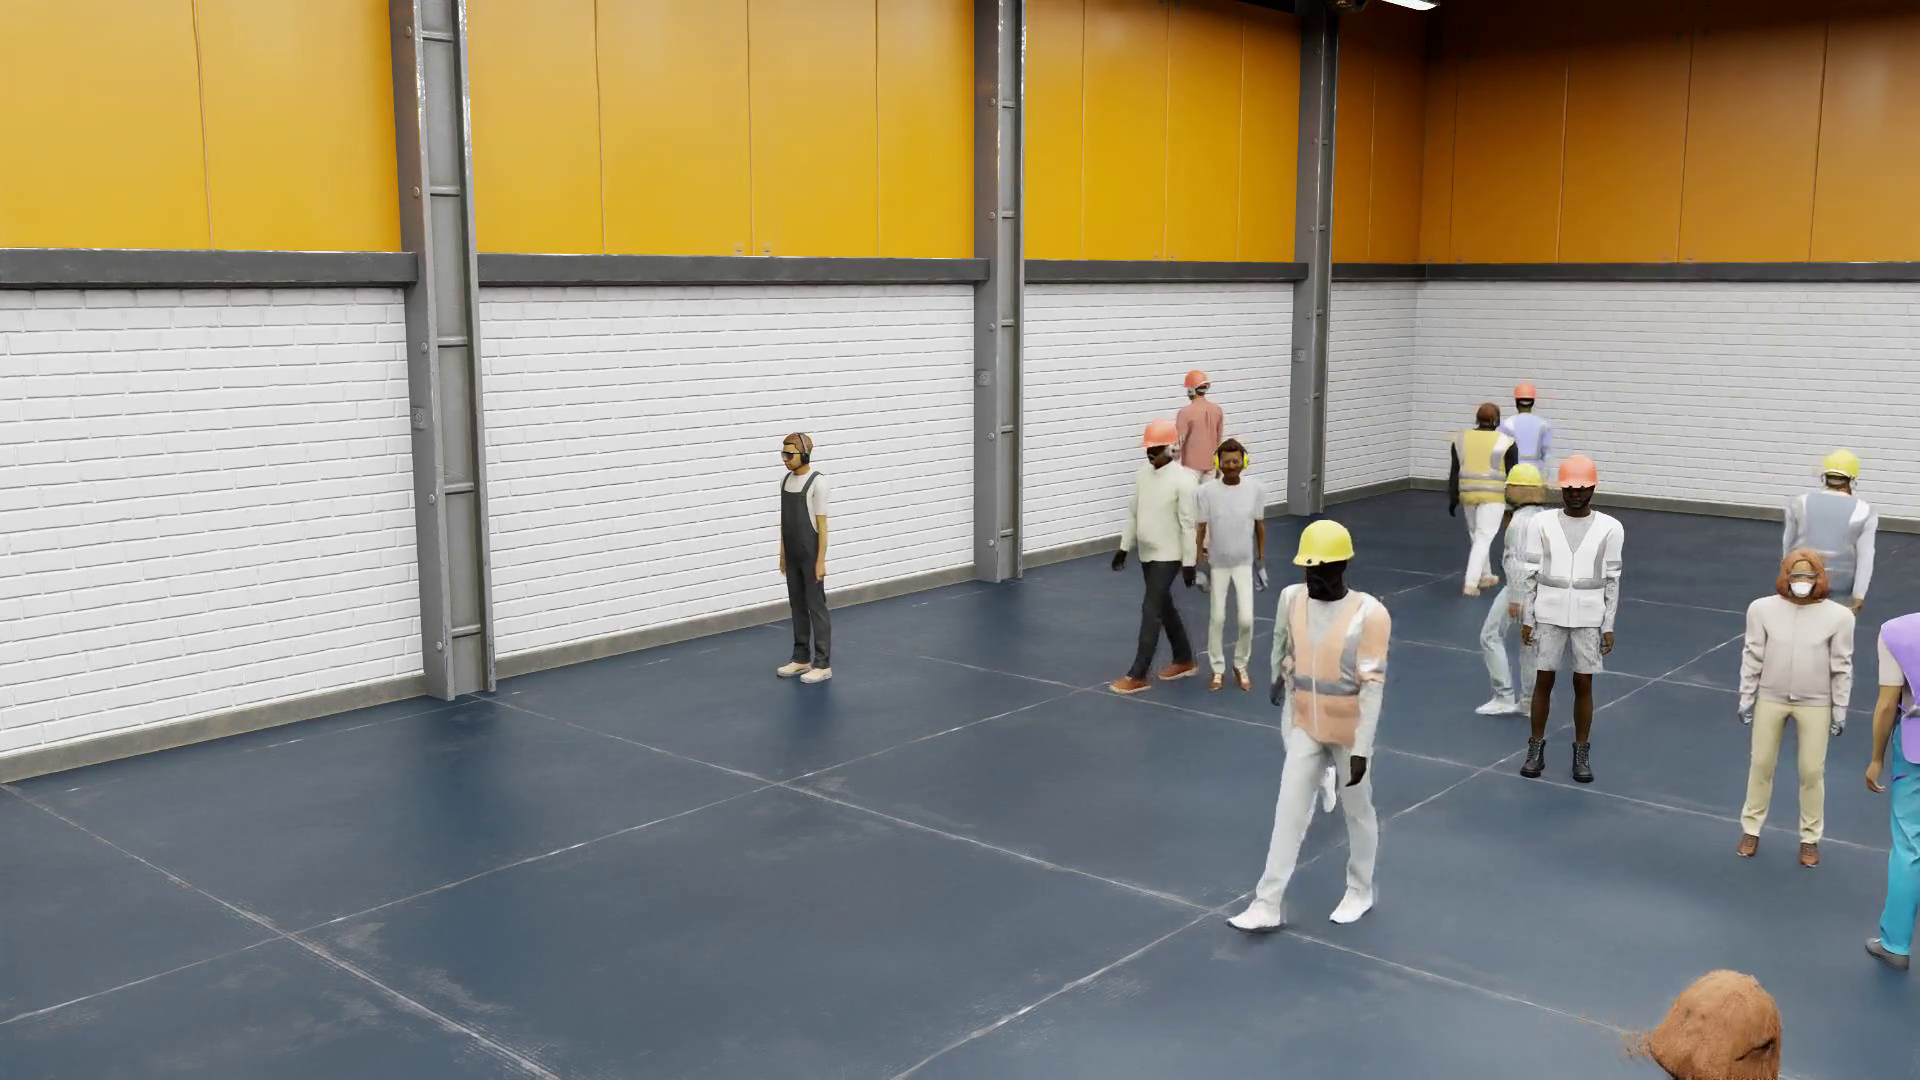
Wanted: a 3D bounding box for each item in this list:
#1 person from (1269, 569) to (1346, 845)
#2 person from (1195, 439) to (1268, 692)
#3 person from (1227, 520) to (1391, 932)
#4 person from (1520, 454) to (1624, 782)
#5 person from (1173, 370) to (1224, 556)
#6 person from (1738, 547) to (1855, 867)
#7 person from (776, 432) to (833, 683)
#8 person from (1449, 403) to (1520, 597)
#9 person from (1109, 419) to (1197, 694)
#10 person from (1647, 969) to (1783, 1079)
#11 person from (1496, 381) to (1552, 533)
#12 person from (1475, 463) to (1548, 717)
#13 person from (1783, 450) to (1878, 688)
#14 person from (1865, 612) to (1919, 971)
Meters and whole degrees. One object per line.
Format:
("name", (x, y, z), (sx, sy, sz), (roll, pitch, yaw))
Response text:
("person", (1.908, 0.786, 8.775), (0.546, 1.606, 0.628), (7, 12, 38))
("person", (1.927, 0.184, 11.854), (0.529, 1.839, 0.482), (0, 9, 1))
("person", (1.602, 0.857, 7.437), (0.924, 1.884, 0.604), (-8, 12, -41))
("person", (3.593, 0.458, 9.803), (0.544, 1.939, 0.355), (3, 10, 20))
("person", (2.489, -0.791, 17.499), (0.638, 1.986, 0.398), (-6, 11, -33))
("person", (4.214, 0.837, 8.413), (0.505, 1.626, 0.287), (6, 11, 32))
("person", (-1.152, 0.123, 12.229), (0.506, 1.841, 0.333), (9, 13, 44))
("person", (4.909, -0.385, 15.559), (0.642, 1.798, 0.949), (8, 12, 41))
("person", (1.416, 0.099, 12.021), (0.869, 1.960, 0.643), (-5, 10, -28))
("person", (1.391, 1.664, 3.318), (0.543, 1.600, 0.539), (6, 11, 35))
("person", (5.648, -0.631, 16.710), (0.545, 1.924, 0.548), (1, 9, 5))
("person", (3.722, 0.341, 11.200), (0.499, 1.730, 0.497), (9, 12, 43))
("person", (5.984, 0.269, 11.478), (0.593, 1.776, 0.951), (7, 11, 37))
("person", (4.169, 0.940, 7.066), (0.565, 1.846, 0.390), (2, 9, 13))
